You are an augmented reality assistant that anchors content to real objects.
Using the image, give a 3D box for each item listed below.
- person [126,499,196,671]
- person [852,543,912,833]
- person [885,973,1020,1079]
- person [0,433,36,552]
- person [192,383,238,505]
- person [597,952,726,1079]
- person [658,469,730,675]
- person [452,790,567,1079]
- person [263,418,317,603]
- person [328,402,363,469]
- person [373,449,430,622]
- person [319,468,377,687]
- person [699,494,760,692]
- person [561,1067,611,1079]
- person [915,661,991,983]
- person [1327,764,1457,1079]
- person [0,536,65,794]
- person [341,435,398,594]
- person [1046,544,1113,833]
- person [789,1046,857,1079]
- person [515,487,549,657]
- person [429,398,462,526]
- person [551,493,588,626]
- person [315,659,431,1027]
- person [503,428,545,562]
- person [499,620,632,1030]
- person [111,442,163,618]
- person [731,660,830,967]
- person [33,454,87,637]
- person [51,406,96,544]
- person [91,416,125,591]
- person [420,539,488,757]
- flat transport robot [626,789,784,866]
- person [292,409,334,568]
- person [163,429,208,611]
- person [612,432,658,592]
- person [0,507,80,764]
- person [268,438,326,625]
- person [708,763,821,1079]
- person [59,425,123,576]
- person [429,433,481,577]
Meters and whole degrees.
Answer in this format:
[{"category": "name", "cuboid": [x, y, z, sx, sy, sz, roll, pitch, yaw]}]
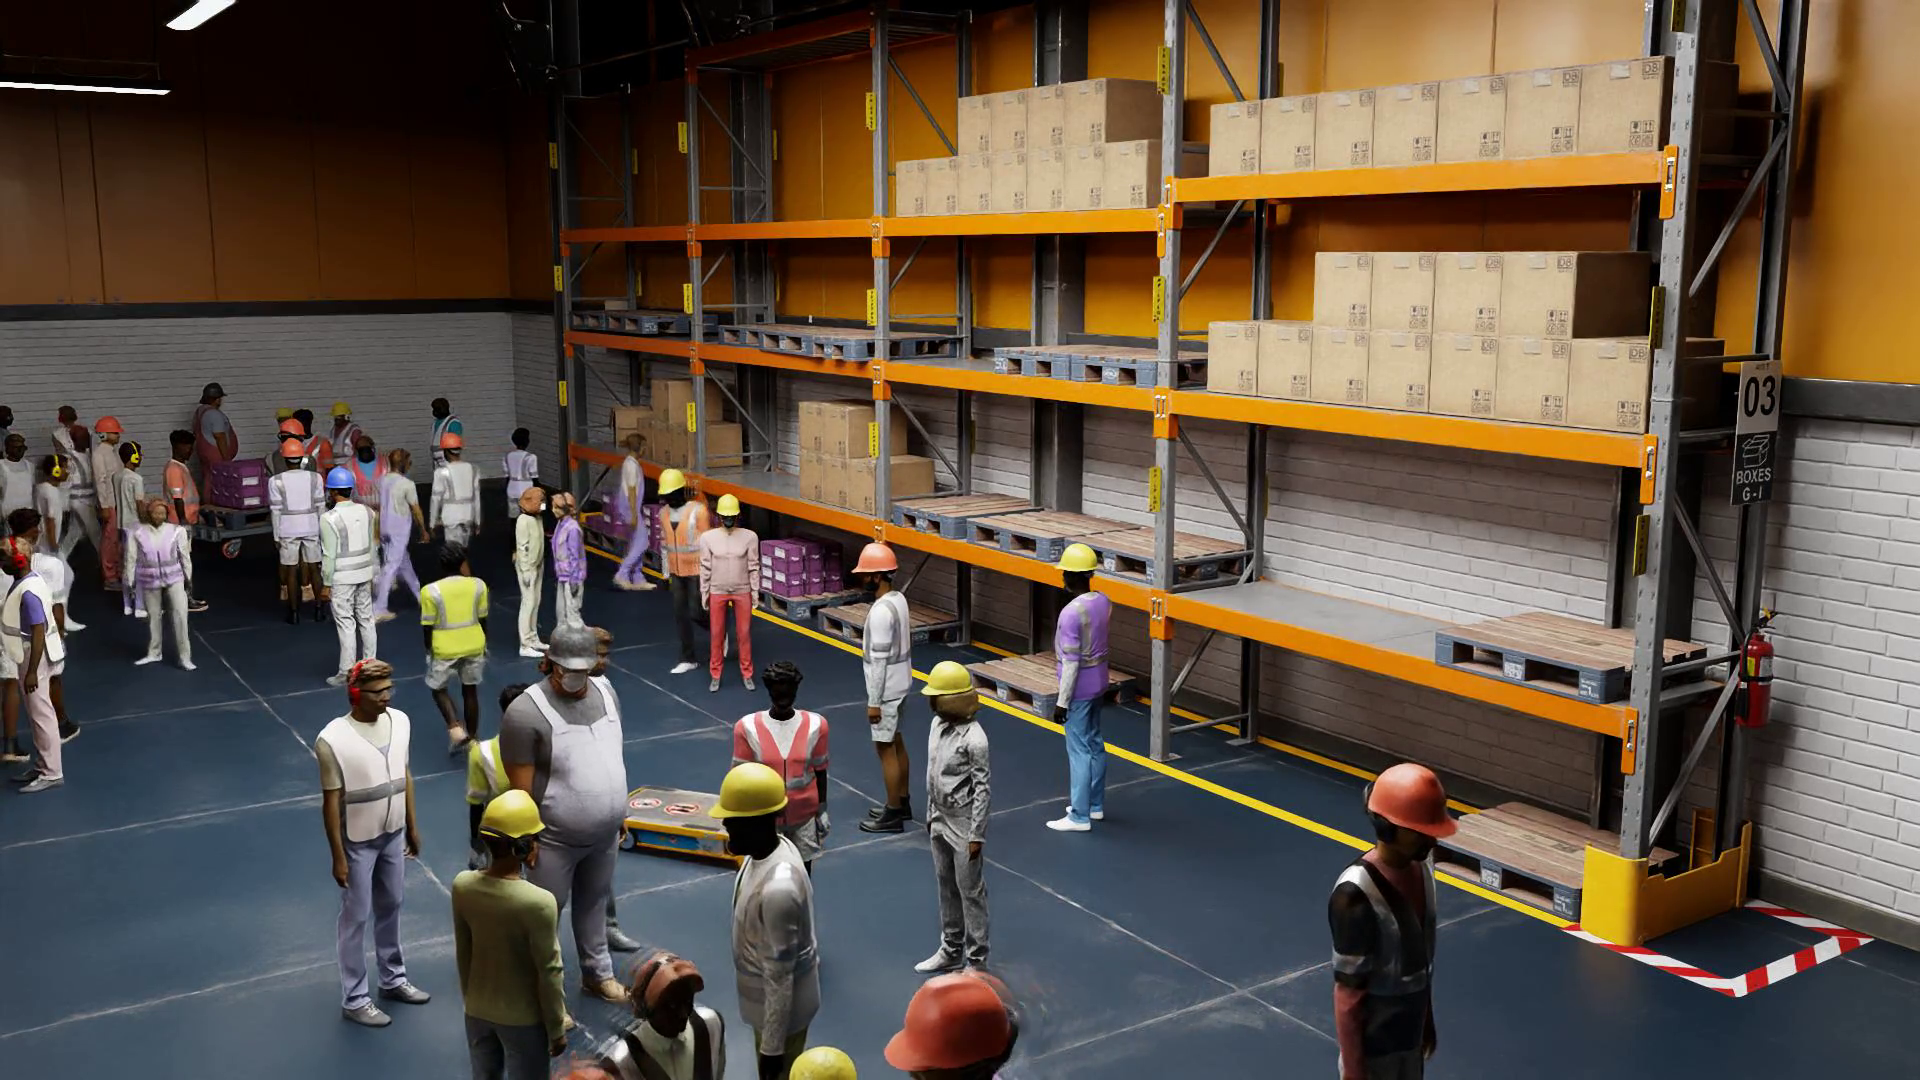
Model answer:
[{"category": "person", "cuboid": [-7.404, 0.404, 15.361, 0.565, 1.597, 0.594, -4, 10, -22]}, {"category": "person", "cuboid": [-0.518, 0.977, 11.021, 0.391, 1.929, 0.547, 2, 10, 10]}, {"category": "person", "cuboid": [0.138, 2.072, 4.375, 0.943, 2.016, 0.613, -1, 10, -6]}, {"category": "person", "cuboid": [-10.566, -0.279, 18.662, 0.348, 1.839, 0.504, 5, 11, 26]}, {"category": "person", "cuboid": [-10.503, -1.216, 23.558, 0.688, 2.000, 0.536, 8, 13, 40]}, {"category": "person", "cuboid": [-0.909, 2.100, 5.350, 0.688, 1.607, 0.531, 9, 13, 44]}, {"category": "person", "cuboid": [-2.464, 0.274, 15.243, 0.638, 1.893, 0.630, 6, 12, 33]}, {"category": "person", "cuboid": [-1.738, 1.834, 6.488, 0.524, 1.759, 0.338, 5, 11, 28]}, {"category": "person", "cuboid": [-7.331, -0.321, 18.344, 0.601, 2.036, 0.404, 1, 10, 6]}, {"category": "person", "cuboid": [-8.493, -1.009, 22.994, 0.606, 1.816, 0.403, 7, 12, 34]}, {"category": "person", "cuboid": [-5.862, -0.071, 17.552, 0.505, 1.787, 0.993, 6, 11, 32]}, {"category": "person", "cuboid": [-5.436, 0.327, 14.768, 0.391, 1.948, 0.605, 4, 10, 22]}, {"category": "person", "cuboid": [-2.008, 0.466, 14.520, 0.528, 1.760, 0.348, -2, 10, -9]}, {"category": "person", "cuboid": [-0.970, 2.172, 4.199, 0.580, 1.862, 0.618, -2, 10, -12]}, {"category": "person", "cuboid": [-0.038, 1.476, 8.632, 0.319, 1.740, 0.492, -6, 11, -31]}, {"category": "person", "cuboid": [1.564, 1.779, 6.020, 0.410, 2.031, 0.613, 8, 13, 40]}, {"category": "person", "cuboid": [-6.614, 0.877, 11.866, 0.390, 1.838, 0.564, -7, 12, -34]}, {"category": "person", "cuboid": [-6.630, -0.289, 18.777, 0.651, 1.819, 0.431, -3, 10, -17]}, {"category": "person", "cuboid": [0.792, 0.976, 11.019, 0.364, 1.928, 0.586, 5, 11, 28]}, {"category": "person", "cuboid": [-0.370, 2.183, 4.498, 0.484, 1.736, 0.305, -2, 10, -13]}, {"category": "person", "cuboid": [-4.090, 0.294, 15.922, 0.291, 1.626, 0.514, 2, 10, 9]}, {"category": "person", "cuboid": [-7.255, -1.093, 23.468, 0.635, 1.830, 0.429, 9, 13, 42]}, {"category": "person", "cuboid": [-3.634, 0.367, 15.459, 0.348, 1.631, 0.543, -4, 11, -23]}, {"category": "person", "cuboid": [-2.947, 1.485, 8.294, 0.387, 1.838, 0.562, 4, 11, 24]}, {"category": "person", "cuboid": [-5.429, -0.546, 20.648, 0.537, 1.698, 0.319, 5, 11, 29]}, {"category": "person", "cuboid": [-1.898, 1.386, 8.282, 0.537, 2.000, 0.674, 8, 12, 38]}, {"category": "person", "cuboid": [-8.733, -0.109, 17.603, 0.510, 1.860, 0.333, 6, 12, 33]}, {"category": "person", "cuboid": [-0.947, 1.462, 8.856, 0.532, 1.693, 0.319, -3, 10, -14]}, {"category": "person", "cuboid": [-9.068, 0.065, 16.661, 0.563, 1.840, 0.553, -7, 12, -36]}, {"category": "person", "cuboid": [-11.720, -0.859, 22.041, 0.373, 1.840, 0.569, 4, 10, 21]}, {"category": "person", "cuboid": [-9.691, -0.423, 19.036, 0.387, 1.992, 0.626, -2, 10, -10]}, {"category": "person", "cuboid": [-3.797, 0.836, 12.574, 0.539, 1.686, 0.415, -7, 12, -36]}, {"category": "flat transport robot", "cuboid": [-1.723, 1.842, 10.795, 1.431, 0.197, 0.652, 4, 10, 21]}, {"category": "person", "cuboid": [-7.961, -0.634, 20.362, 0.613, 1.962, 0.364, 2, 10, 14]}, {"category": "person", "cuboid": [-8.368, -0.214, 17.914, 0.384, 1.959, 0.600, -5, 11, -26]}, {"category": "person", "cuboid": [-3.691, -0.311, 18.885, 0.437, 1.826, 0.517, -3, 10, -15]}, {"category": "person", "cuboid": [-7.105, 0.706, 12.649, 0.626, 1.921, 0.999, -1, 10, -7]}, {"category": "person", "cuboid": [-6.855, -0.085, 17.248, 0.548, 1.941, 0.411, -6, 11, -31]}, {"category": "person", "cuboid": [-0.740, 1.779, 6.357, 0.403, 1.917, 0.582, -2, 10, -14]}, {"category": "person", "cuboid": [-10.352, -0.441, 19.628, 1.006, 1.835, 0.591, -1, 10, -3]}, {"category": "person", "cuboid": [-5.541, -0.235, 18.254, 0.902, 1.892, 0.560, 8, 12, 38]}]
